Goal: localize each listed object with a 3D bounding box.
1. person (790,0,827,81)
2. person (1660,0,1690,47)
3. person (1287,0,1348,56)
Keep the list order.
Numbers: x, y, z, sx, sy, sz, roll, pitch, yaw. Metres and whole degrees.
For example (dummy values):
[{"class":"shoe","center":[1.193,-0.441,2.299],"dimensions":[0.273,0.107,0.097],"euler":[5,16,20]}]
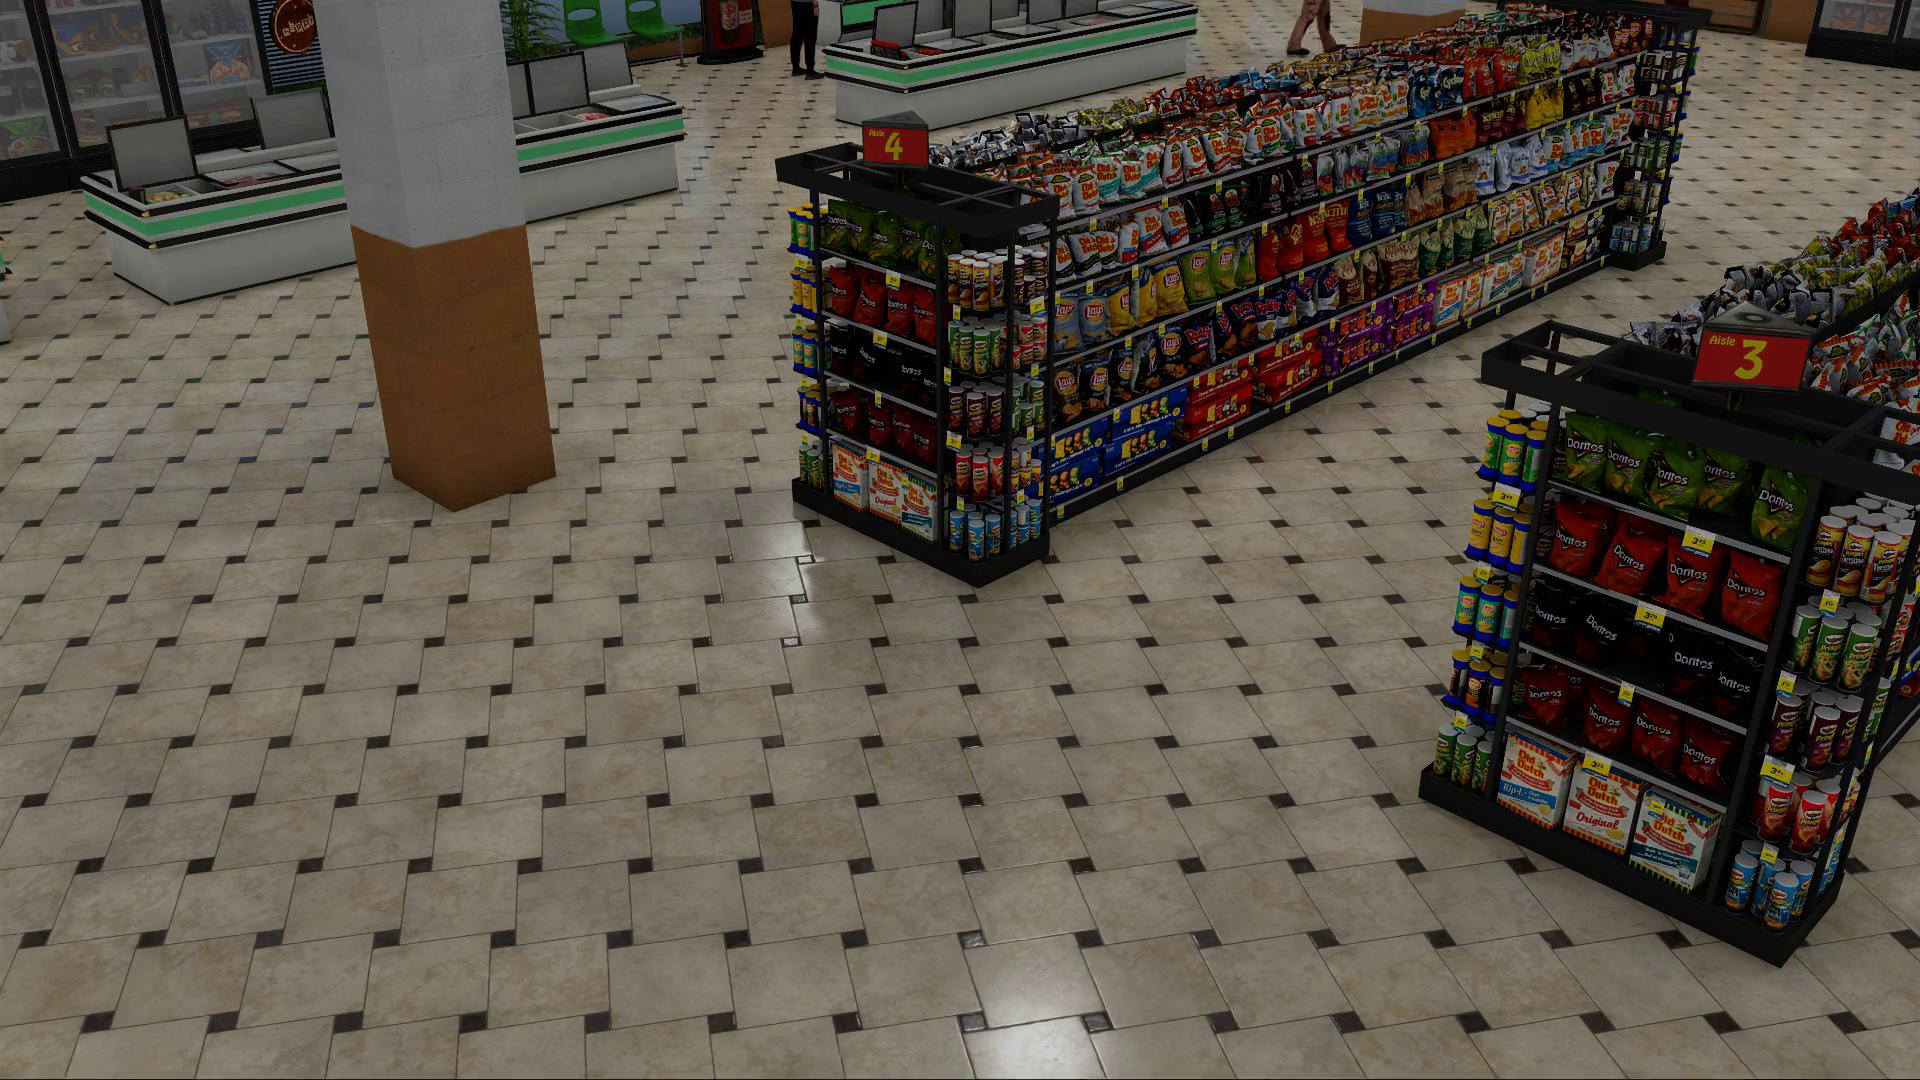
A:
[{"class":"person","center":[-1.891,-6.495,20.116],"dimensions":[0.536,1.751,0.617],"euler":[-21,34,-36]},{"class":"person","center":[8.765,-6.312,20.331],"dimensions":[0.893,1.231,0.837],"euler":[-8,28,-15]},{"class":"person","center":[4.484,-7.117,21.280],"dimensions":[1.114,1.809,1.089],"euler":[2,27,4]}]
